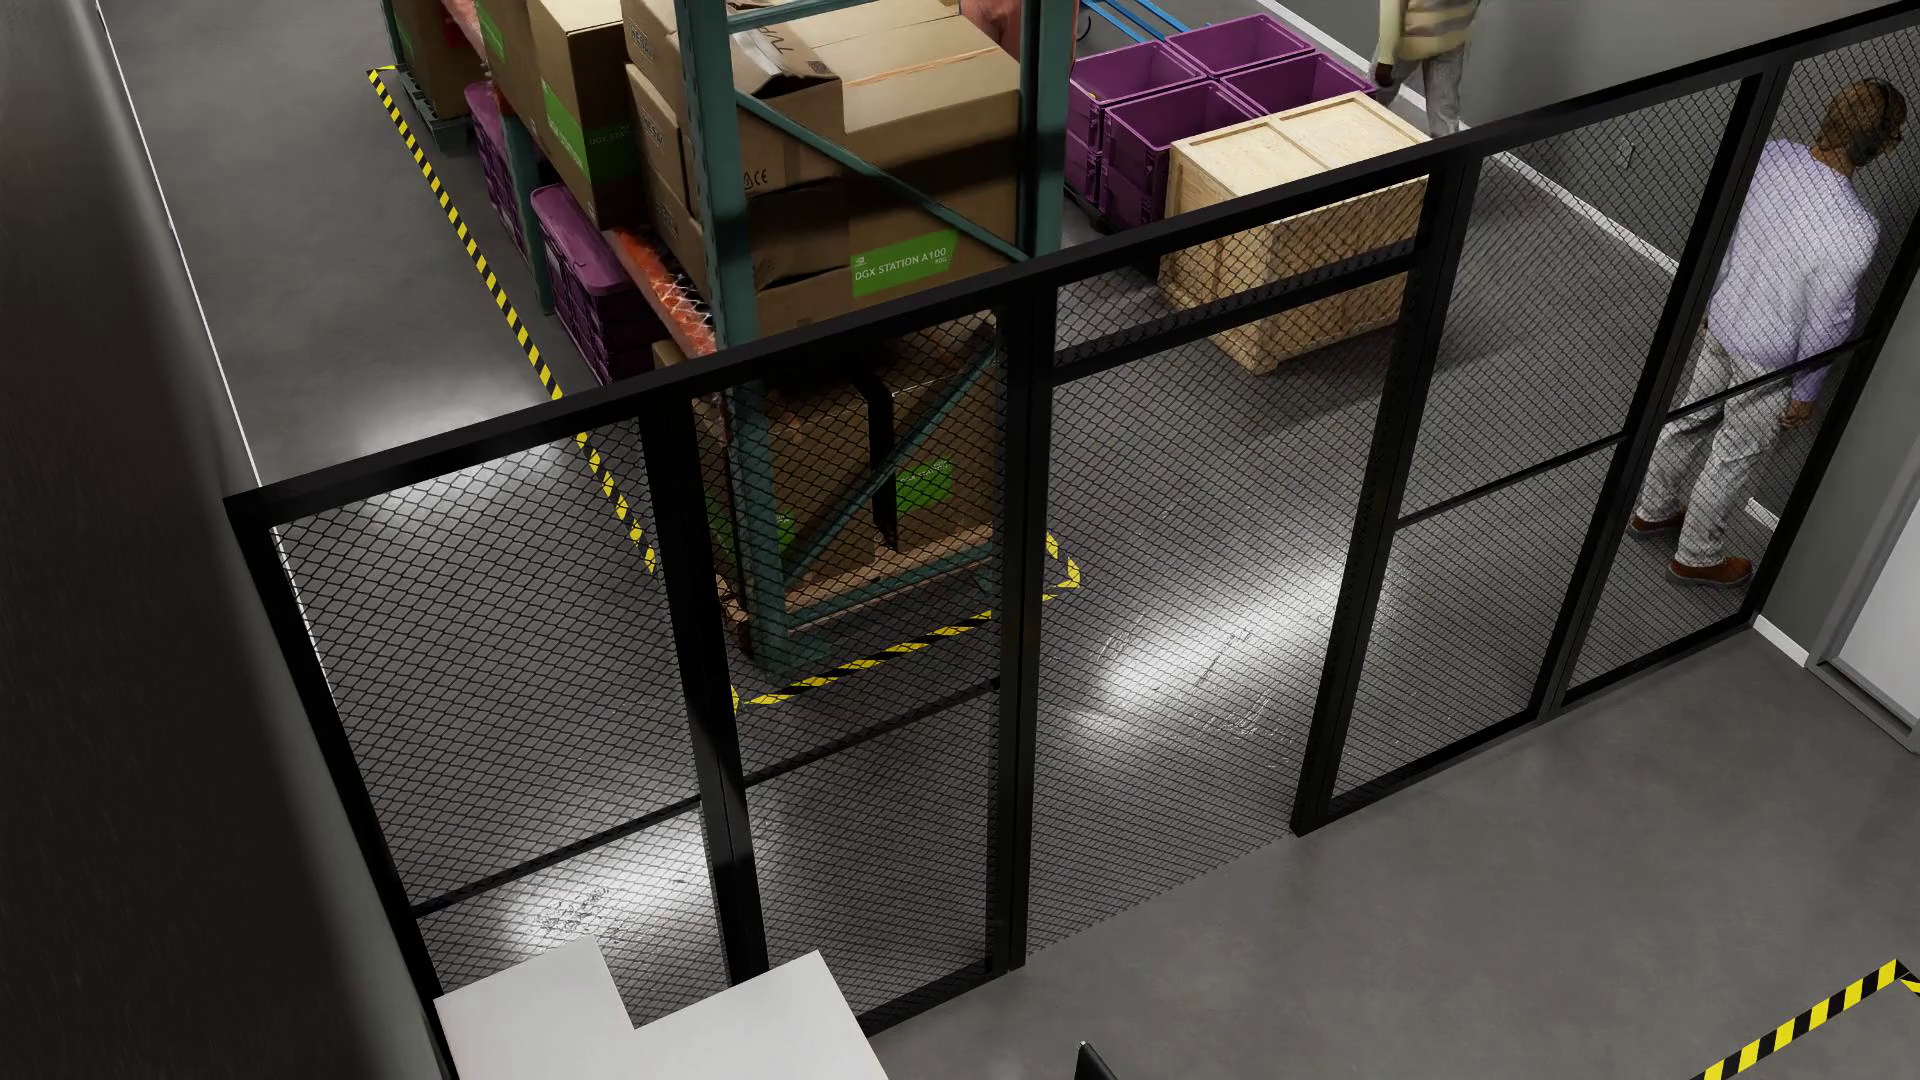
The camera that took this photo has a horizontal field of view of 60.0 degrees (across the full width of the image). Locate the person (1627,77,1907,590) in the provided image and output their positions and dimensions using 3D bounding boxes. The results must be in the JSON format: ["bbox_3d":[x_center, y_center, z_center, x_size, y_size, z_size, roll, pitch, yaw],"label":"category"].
[{"bbox_3d":[2.737,-0.670,5.682,0.353,1.931,0.635,-8,43,-9],"label":"person"}]

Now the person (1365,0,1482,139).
[{"bbox_3d":[2.118,-2.399,7.690,0.625,1.765,0.967,-15,44,-15],"label":"person"}]

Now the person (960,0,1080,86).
[{"bbox_3d":[0.223,-1.808,6.882,0.608,1.995,0.377,-31,51,-30],"label":"person"}]
